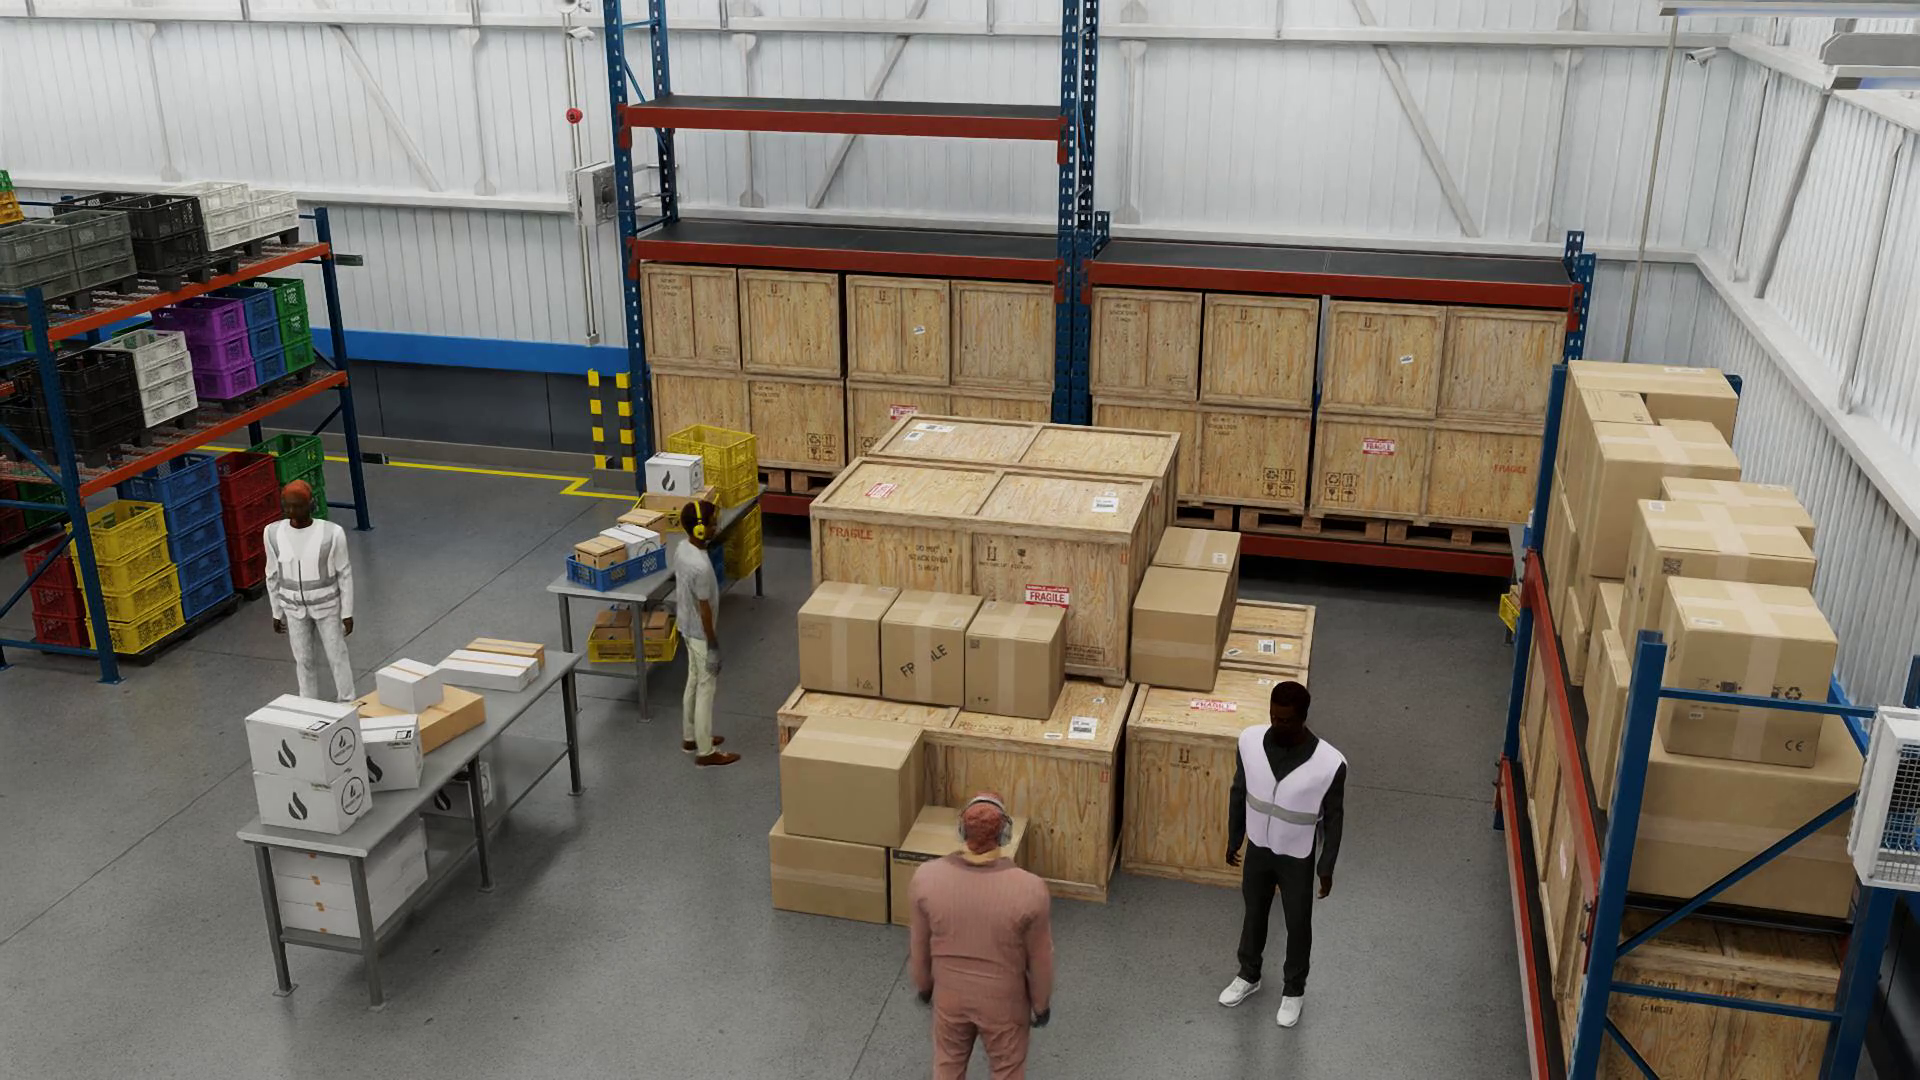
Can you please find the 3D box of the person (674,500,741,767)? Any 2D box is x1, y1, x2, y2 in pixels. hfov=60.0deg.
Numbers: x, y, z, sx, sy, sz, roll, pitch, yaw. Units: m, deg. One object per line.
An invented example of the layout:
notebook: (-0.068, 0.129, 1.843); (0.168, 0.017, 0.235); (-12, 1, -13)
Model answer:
person: (-1.726, 0.621, 11.164); (0.317, 1.867, 0.528); (-10, 23, -24)

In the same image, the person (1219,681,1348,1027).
person: (1.658, 1.586, 8.567); (0.597, 1.917, 0.375); (13, 25, 31)

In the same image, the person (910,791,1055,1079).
person: (0.106, 2.007, 7.502); (0.660, 1.899, 0.395); (6, 22, 15)

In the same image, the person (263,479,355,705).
person: (-4.476, 0.486, 11.494); (0.576, 1.884, 0.352); (-1, 21, -2)
